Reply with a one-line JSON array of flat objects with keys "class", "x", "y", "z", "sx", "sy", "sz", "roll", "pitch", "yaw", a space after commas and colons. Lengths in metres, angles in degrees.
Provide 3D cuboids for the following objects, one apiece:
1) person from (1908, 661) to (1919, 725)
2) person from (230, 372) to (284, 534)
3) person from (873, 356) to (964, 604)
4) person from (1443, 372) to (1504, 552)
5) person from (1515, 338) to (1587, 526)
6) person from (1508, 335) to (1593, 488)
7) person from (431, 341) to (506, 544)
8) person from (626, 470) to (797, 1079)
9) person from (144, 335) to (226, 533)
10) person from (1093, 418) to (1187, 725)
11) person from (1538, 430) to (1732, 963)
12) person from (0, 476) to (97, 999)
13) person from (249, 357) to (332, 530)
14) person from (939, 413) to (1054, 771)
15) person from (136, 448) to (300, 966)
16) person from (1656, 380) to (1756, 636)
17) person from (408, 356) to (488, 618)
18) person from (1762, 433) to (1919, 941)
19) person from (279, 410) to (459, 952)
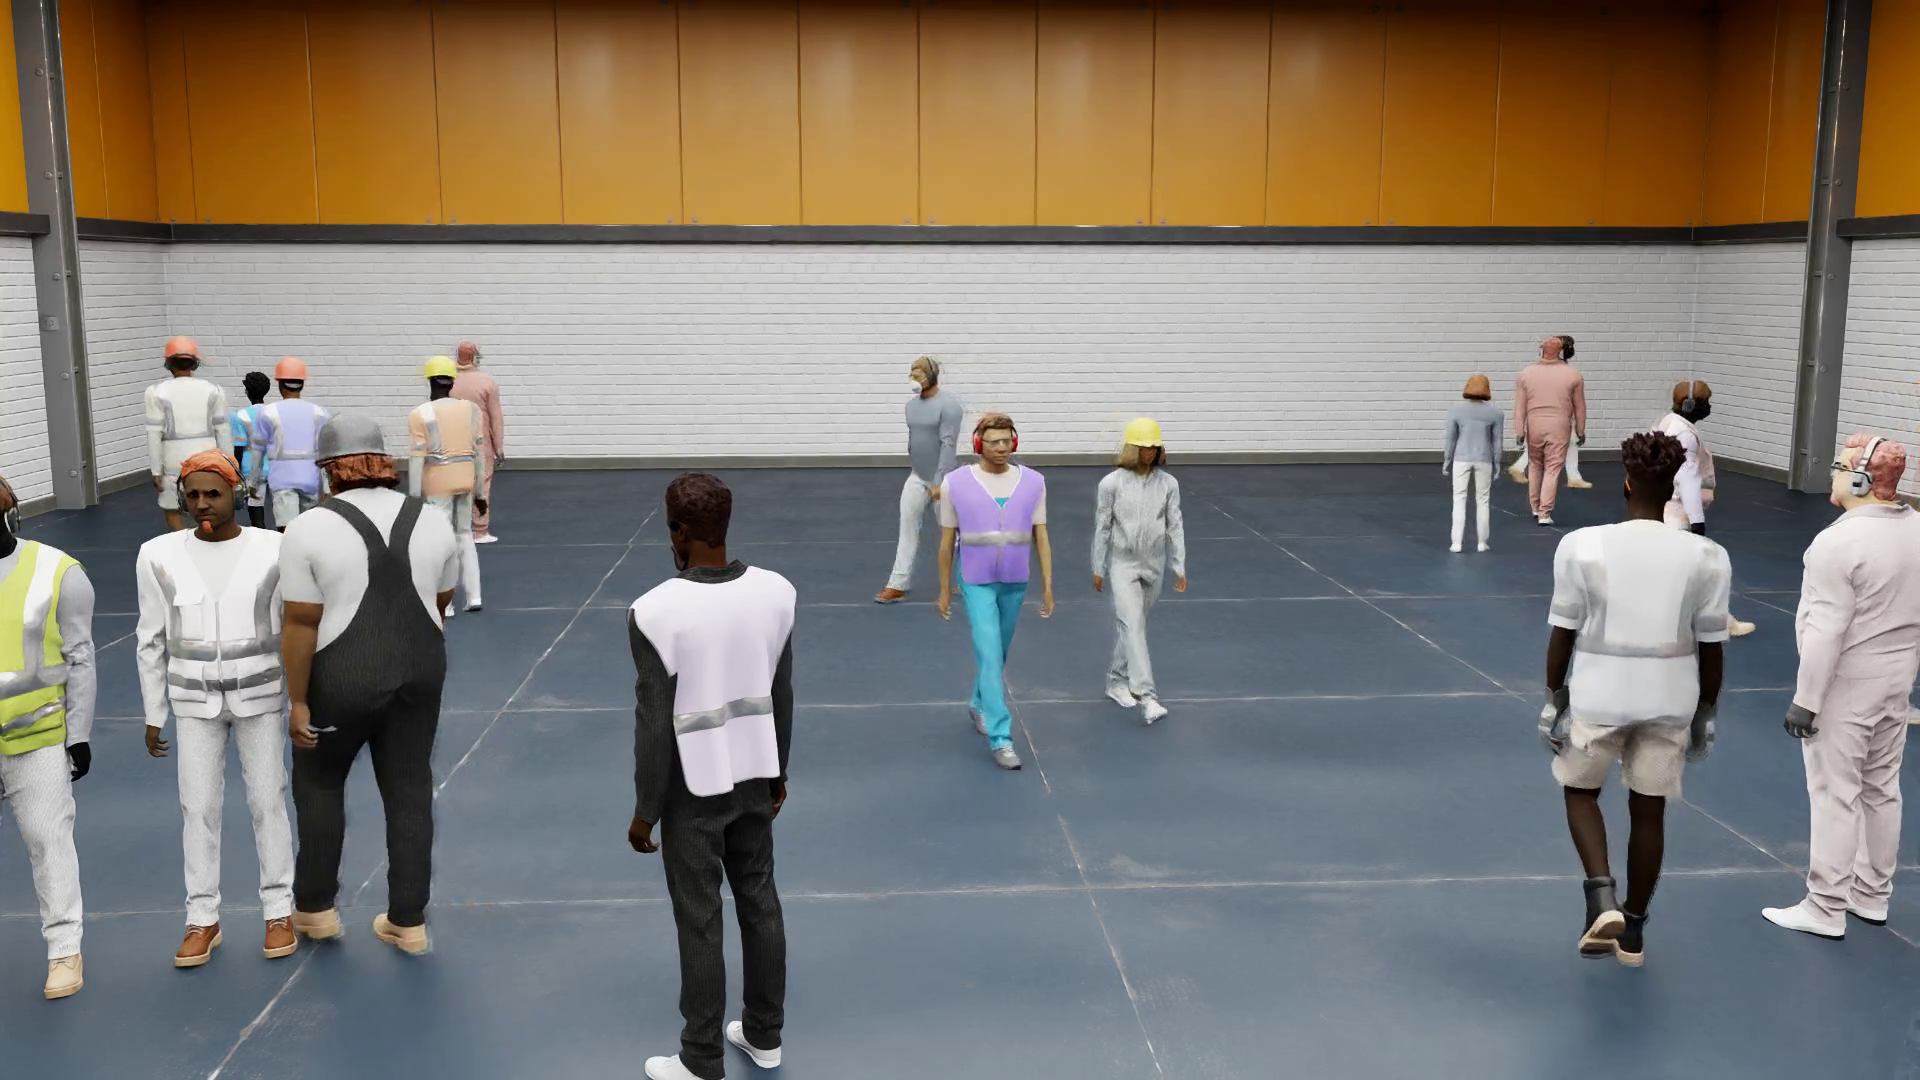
[{"class": "person", "x": 5.544, "y": 0.111, "z": 9.000, "sx": 0.621, "sy": 1.931, "sz": 1.053, "roll": -7, "pitch": 11, "yaw": -37}, {"class": "person", "x": -5.865, "y": -0.567, "z": 13.992, "sx": 0.318, "sy": 1.695, "sz": 0.540, "roll": 7, "pitch": 12, "yaw": 38}, {"class": "person", "x": -0.208, "y": -0.468, "z": 12.801, "sx": 0.632, "sy": 1.893, "sz": 1.005, "roll": 9, "pitch": 13, "yaw": 44}, {"class": "person", "x": 4.628, "y": -0.693, "z": 15.003, "sx": 0.507, "sy": 1.637, "sz": 0.289, "roll": 2, "pitch": 9, "yaw": 14}, {"class": "person", "x": 5.995, "y": -1.102, "z": 16.837, "sx": 0.650, "sy": 1.866, "sz": 0.949, "roll": 6, "pitch": 11, "yaw": 32}, {"class": "person", "x": 7.001, "y": -1.519, "z": 19.637, "sx": 0.906, "sy": 1.813, "sz": 0.627, "roll": 5, "pitch": 10, "yaw": 30}, {"class": "person", "x": -4.577, "y": -0.886, "z": 15.446, "sx": 0.720, "sy": 1.889, "sz": 0.411, "roll": 1, "pitch": 9, "yaw": 5}, {"class": "person", "x": -0.750, "y": 0.742, "z": 5.092, "sx": 0.392, "sy": 1.916, "sz": 0.592, "roll": 8, "pitch": 12, "yaw": 43}, {"class": "person", "x": -6.124, "y": -0.604, "z": 13.199, "sx": 0.617, "sy": 2.031, "sz": 0.467, "roll": -7, "pitch": 12, "yaw": -39}, {"class": "person", "x": 1.032, "y": 0.165, "z": 9.352, "sx": 0.495, "sy": 1.694, "sz": 0.898, "roll": -3, "pitch": 10, "yaw": -19}, {"class": "person", "x": 2.409, "y": 0.585, "z": 5.951, "sx": 0.627, "sy": 1.951, "sz": 0.486, "roll": 2, "pitch": 9, "yaw": 12}, {"class": "person", "x": -3.304, "y": 0.679, "z": 5.720, "sx": 0.627, "sy": 1.844, "sz": 0.429, "roll": -2, "pitch": 9, "yaw": -14}, {"class": "person", "x": -5.029, "y": -0.438, "z": 12.626, "sx": 0.542, "sy": 1.895, "sz": 1.005, "roll": -8, "pitch": 12, "yaw": -41}, {"class": "person", "x": 0.179, "y": 0.219, "z": 8.743, "sx": 0.582, "sy": 1.804, "sz": 0.952, "roll": -3, "pitch": 10, "yaw": -18}, {"class": "person", "x": -2.659, "y": 0.605, "z": 6.049, "sx": 0.582, "sy": 1.882, "sz": 0.338, "roll": -2, "pitch": 9, "yaw": -15}, {"class": "person", "x": 4.974, "y": -0.207, "z": 11.458, "sx": 0.978, "sy": 1.791, "sz": 0.648, "roll": 3, "pitch": 10, "yaw": 21}, {"class": "person", "x": -3.761, "y": -0.374, "z": 12.155, "sx": 0.404, "sy": 1.910, "sz": 0.683, "roll": 7, "pitch": 12, "yaw": 39}, {"class": "person", "x": 3.370, "y": 0.552, "z": 6.300, "sx": 0.641, "sy": 1.913, "sz": 0.407, "roll": -5, "pitch": 10, "yaw": -28}, {"class": "person", "x": -2.242, "y": 0.496, "z": 6.243, "sx": 0.707, "sy": 2.000, "sz": 0.771, "roll": -9, "pitch": 12, "yaw": -43}]
